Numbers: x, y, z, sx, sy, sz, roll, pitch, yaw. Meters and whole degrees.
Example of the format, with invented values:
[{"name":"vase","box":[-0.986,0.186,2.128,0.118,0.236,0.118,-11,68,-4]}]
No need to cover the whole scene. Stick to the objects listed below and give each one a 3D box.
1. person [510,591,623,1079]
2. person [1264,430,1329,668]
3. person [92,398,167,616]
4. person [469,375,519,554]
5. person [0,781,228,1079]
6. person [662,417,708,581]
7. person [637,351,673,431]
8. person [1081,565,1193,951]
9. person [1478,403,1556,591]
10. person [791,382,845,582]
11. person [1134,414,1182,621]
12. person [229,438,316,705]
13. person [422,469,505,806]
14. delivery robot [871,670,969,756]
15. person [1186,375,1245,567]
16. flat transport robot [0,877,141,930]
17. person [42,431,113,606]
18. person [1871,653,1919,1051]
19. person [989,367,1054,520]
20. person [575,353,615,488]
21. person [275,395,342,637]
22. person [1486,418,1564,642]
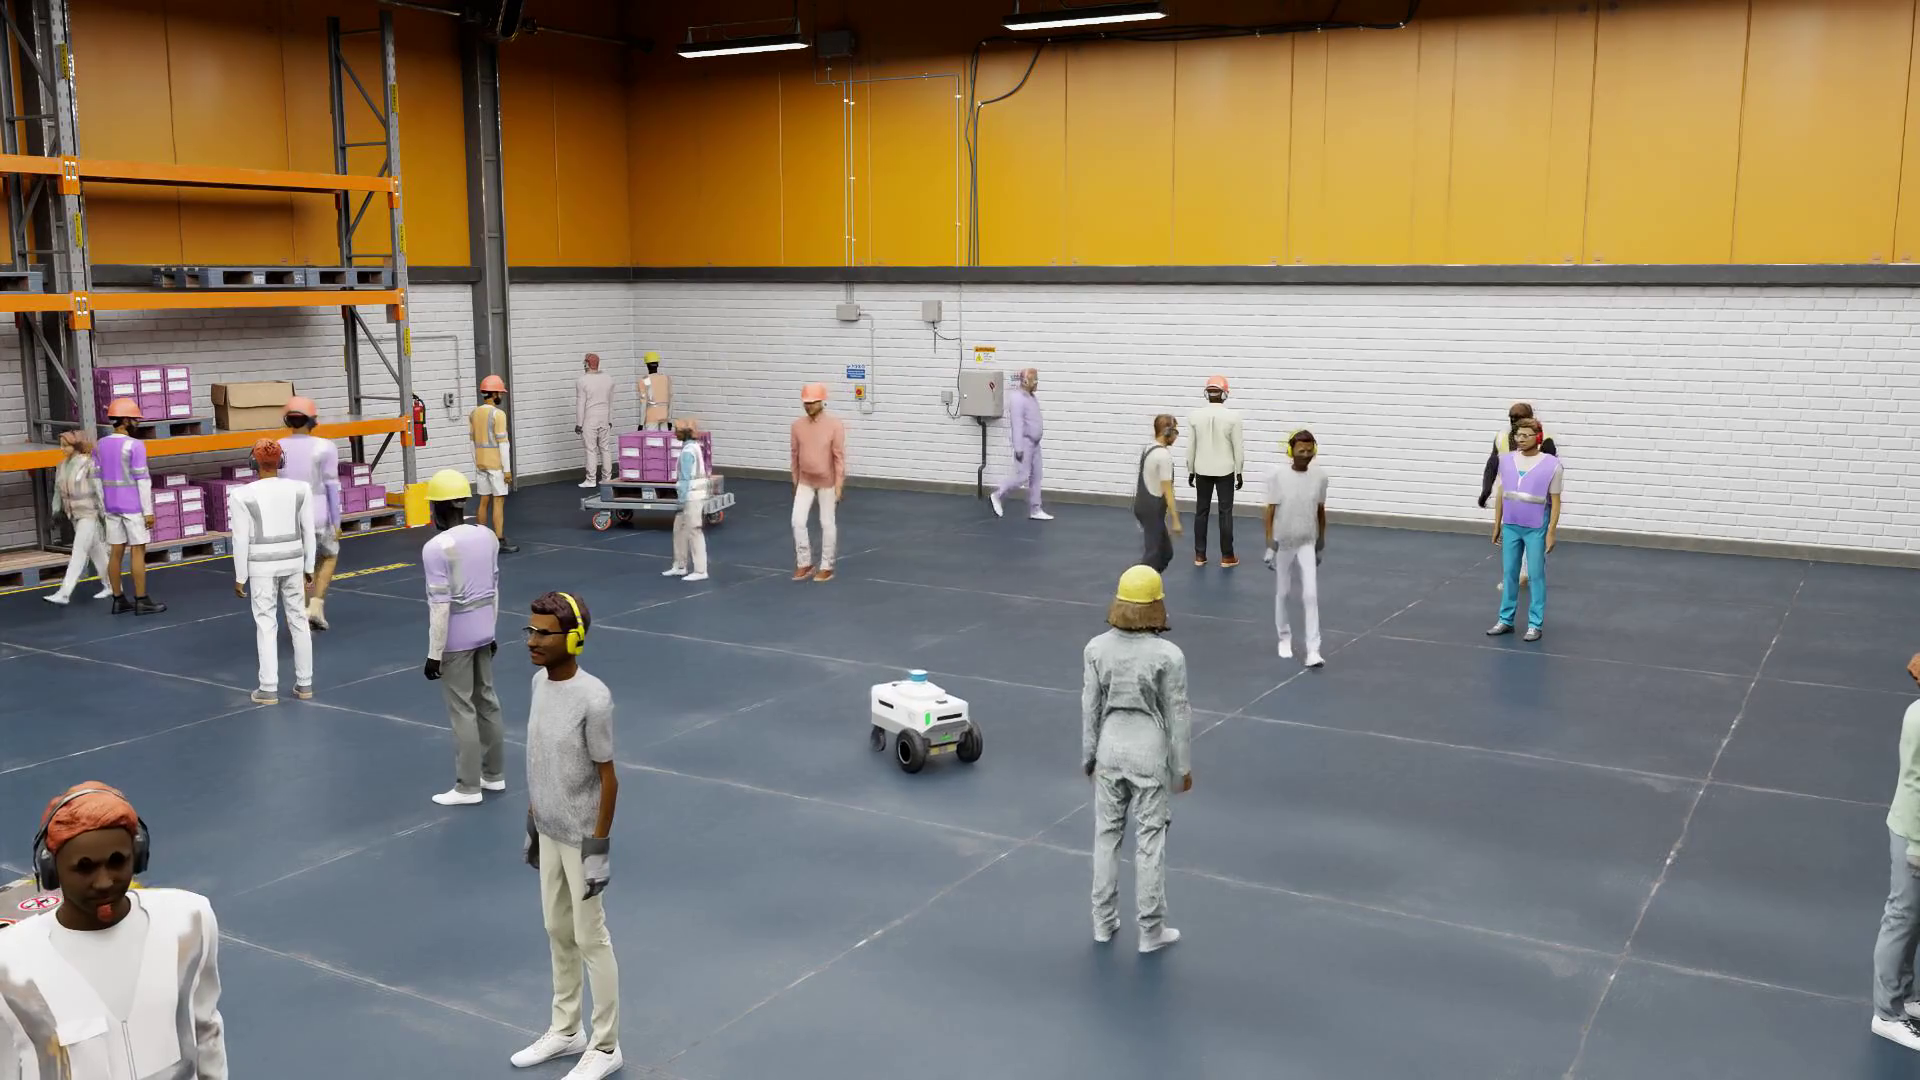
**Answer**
[{"name":"person","box":[-1.477,1.109,6.220,0.516,1.876,0.327,9,12,43]},{"name":"person","box":[2.602,0.072,12.838,0.514,1.827,0.935,0,9,2]},{"name":"person","box":[-7.393,-0.294,14.786,0.548,1.934,0.375,3,10,18]},{"name":"person","box":[-5.056,-0.818,18.054,0.551,1.933,0.376,7,11,35]},{"name":"person","box":[-1.976,1.478,3.880,0.339,1.882,0.584,8,12,40]},{"name":"person","box":[-2.754,-0.395,16.342,0.562,1.621,0.546,-1,9,-5]},{"name":"person","box":[-4.369,-1.734,23.808,0.383,1.923,0.590,8,12,42]},{"name":"person","box":[0.808,0.974,7.487,0.521,1.740,0.339,5,10,30]},{"name":"person","box":[5.307,-0.409,15.932,0.839,1.801,0.633,-6,11,-33]},{"name":"person","box":[-1.418,-0.549,16.269,0.617,1.975,0.597,3,10,18]},{"name":"person","box":[1.719,-0.188,14.517,0.439,1.807,0.635,-1,9,-7]},{"name":"person","box":[-4.836,0.220,11.744,0.576,1.882,0.355,-8,12,-42]},{"name":"person","box":[-2.861,0.556,9.505,0.385,1.925,0.591,3,10,20]},{"name":"delivery robot","box":[-0.256,1.055,10.367,0.477,0.478,0.707,-6,11,-33]},{"name":"person","box":[2.649,-0.713,17.237,0.611,1.986,0.392,4,10,24]},{"name":"flat transport robot","box":[-4.156,1.747,7.224,0.652,0.197,1.431,2,9,13]},{"name":"person","box":[-8.114,-0.199,15.262,0.538,1.592,0.864,5,10,28]},{"name":"person","box":[3.828,1.172,6.572,0.279,1.633,0.497,8,12,42]},{"name":"person","box":[0.773,-1.176,20.421,0.713,1.888,0.655,4,10,23]},{"name":"person","box":[-5.203,-1.695,23.605,0.410,1.913,0.643,7,12,38]},{"name":"person","box":[-5.448,-0.197,13.874,0.625,2.026,0.426,0,9,0]},{"name":"person","box":[4.702,-0.093,13.804,0.390,1.846,0.565,-9,12,-43]}]
